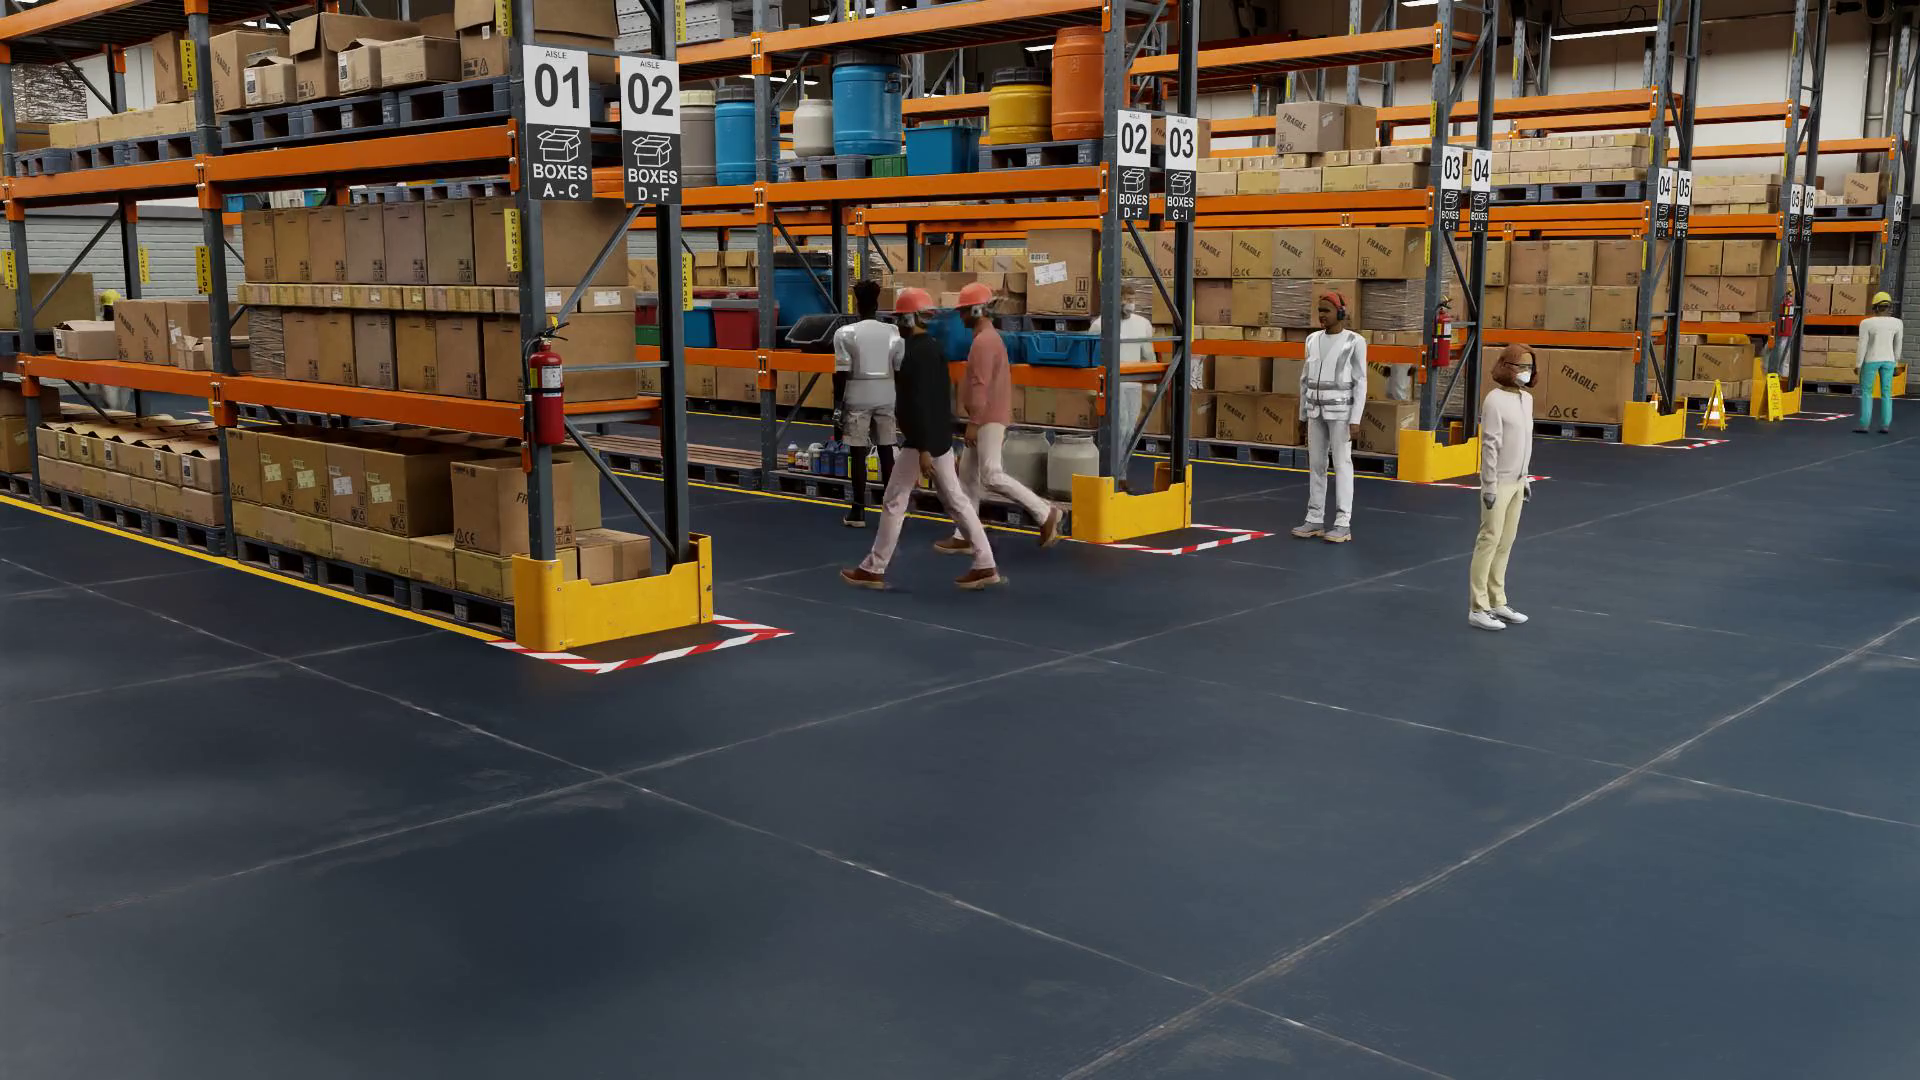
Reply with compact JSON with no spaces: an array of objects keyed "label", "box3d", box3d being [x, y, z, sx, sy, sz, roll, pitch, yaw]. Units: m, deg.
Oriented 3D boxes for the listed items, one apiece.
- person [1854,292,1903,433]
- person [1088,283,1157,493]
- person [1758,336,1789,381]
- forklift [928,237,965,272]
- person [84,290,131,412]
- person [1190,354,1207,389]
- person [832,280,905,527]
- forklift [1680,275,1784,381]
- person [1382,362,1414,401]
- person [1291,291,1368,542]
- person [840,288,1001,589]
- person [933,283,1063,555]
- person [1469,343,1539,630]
[{"label":"person","box3d":[11.499,-2.221,20.843,0.533,1.766,0.327,1,9,6]},{"label":"person","box3d":[1.501,-1.377,15.206,0.643,1.920,0.529,-5,11,-29]},{"label":"person","box3d":[12.457,-3.033,25.396,0.511,1.912,0.646,6,11,31]},{"label":"forklift","box3d":[-0.326,-5.817,39.609,1.129,2.768,1.873,9,13,43]},{"label":"person","box3d":[-9.317,-1.853,18.433,0.704,1.807,0.627,8,12,39]},{"label":"person","box3d":[2.937,-2.322,21.227,0.429,1.843,0.633,4,10,26]},{"label":"person","box3d":[-0.728,-1.093,13.311,0.614,1.963,0.361,-4,10,-23]},{"label":"forklift","box3d":[12.480,-3.427,27.053,1.214,2.155,2.313,9,13,43]},{"label":"person","box3d":[5.318,-2.183,20.186,0.424,1.911,0.585,5,10,27]},{"label":"person","box3d":[2.797,-0.935,12.598,0.349,1.882,0.584,-7,12,-38]},{"label":"person","box3d":[-0.217,-0.639,10.650,1.058,1.935,0.627,3,10,18]},{"label":"person","box3d":[0.271,-0.862,11.929,0.853,1.958,0.622,0,9,-1]},{"label":"person","box3d":[3.143,-0.314,9.552,0.281,1.631,0.504,9,13,43]}]
